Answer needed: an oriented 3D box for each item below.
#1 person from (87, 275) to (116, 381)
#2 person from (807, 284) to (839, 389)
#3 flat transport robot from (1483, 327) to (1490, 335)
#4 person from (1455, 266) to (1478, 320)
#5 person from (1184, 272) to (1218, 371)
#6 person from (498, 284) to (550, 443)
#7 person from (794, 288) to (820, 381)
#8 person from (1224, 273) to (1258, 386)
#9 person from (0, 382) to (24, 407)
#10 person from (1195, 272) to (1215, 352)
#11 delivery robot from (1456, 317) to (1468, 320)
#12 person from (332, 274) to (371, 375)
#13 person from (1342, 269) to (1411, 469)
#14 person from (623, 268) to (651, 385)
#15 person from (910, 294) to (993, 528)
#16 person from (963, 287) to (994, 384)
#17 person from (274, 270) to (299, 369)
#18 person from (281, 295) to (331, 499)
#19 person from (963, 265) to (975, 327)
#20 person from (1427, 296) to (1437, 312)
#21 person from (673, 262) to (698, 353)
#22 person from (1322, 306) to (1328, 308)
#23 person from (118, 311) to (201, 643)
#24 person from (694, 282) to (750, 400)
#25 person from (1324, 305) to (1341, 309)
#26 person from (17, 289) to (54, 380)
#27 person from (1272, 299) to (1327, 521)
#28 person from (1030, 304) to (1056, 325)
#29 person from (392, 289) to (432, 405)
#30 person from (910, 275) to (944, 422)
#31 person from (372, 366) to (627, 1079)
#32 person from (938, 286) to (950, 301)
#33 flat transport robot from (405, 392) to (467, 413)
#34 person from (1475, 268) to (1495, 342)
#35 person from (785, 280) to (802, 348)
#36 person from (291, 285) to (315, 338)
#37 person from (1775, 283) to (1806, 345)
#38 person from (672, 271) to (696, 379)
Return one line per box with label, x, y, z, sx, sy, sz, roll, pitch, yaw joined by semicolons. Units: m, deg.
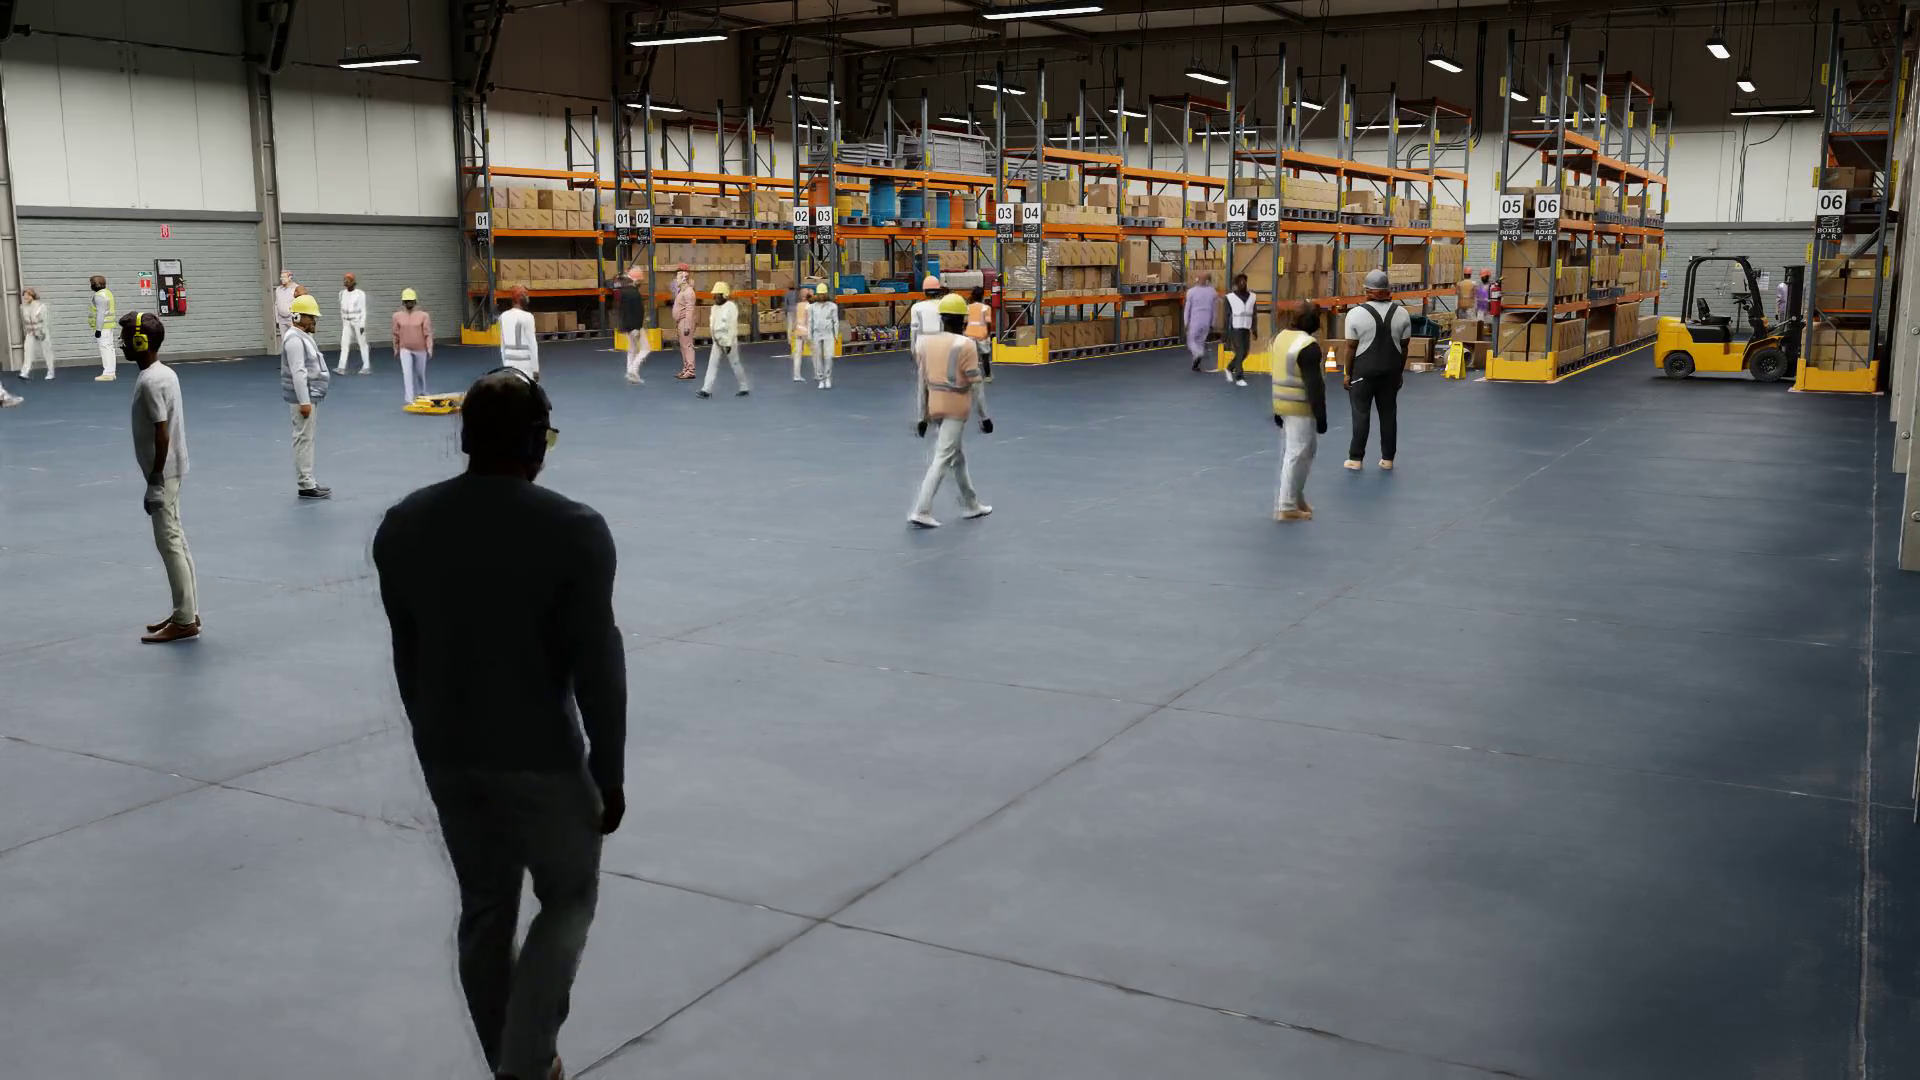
person;-15.049;-3.715;29.175;0.429;1.845;0.624;-2;10;-13
person;-2.255;-3.317;27.228;0.511;1.709;0.828;0;10;0
flat transport robot;14.667;-5.762;45.749;0.652;0.197;1.431;8;12;38
person;12.585;-5.840;41.387;0.556;1.922;0.723;4;11;24
person;4.535;-4.102;31.326;0.662;1.881;0.506;-3;10;-14
person;-5.063;-1.985;18.989;0.587;1.864;0.770;8;13;40
person;-2.615;-3.569;28.995;0.735;1.610;0.526;-9;13;-43
person;4.716;-3.567;28.163;0.591;1.892;0.770;-4;10;-22
person;-13.994;-2.872;23.900;0.964;1.952;0.619;-4;10;-22
person;5.487;-5.121;37.499;0.519;1.824;0.783;8;13;41
delivery robot;13.700;-5.946;45.723;0.707;0.478;0.477;1;10;7
person;-11.169;-3.939;30.478;0.602;1.836;0.927;3;10;18
person;4.217;-1.740;17.026;0.682;2.000;0.537;-1;10;-8
person;-5.477;-3.598;28.102;0.430;1.978;0.615;-6;11;-31
person;-0.083;-1.048;13.477;1.006;1.878;0.593;-8;13;-40
person;0.314;-3.426;28.014;0.553;1.643;0.859;4;10;22
person;-12.934;-4.241;32.063;0.655;1.906;0.407;3;10;17
person;-5.884;-1.283;14.986;0.404;1.825;0.587;-3;10;-16
person;0.241;-7.313;50.035;0.600;1.925;1.029;5;11;28
person;12.941;-6.476;46.005;0.697;1.610;0.545;-1;10;-6
person;-6.165;-5.244;37.565;0.635;2.029;0.524;6;11;32
person;9.874;-6.571;45.452;0.610;1.995;0.381;1;10;6
person;-4.530;-0.352;9.406;0.310;1.868;0.533;-3;10;-18
person;-3.607;-3.027;25.339;0.612;1.780;0.968;9;13;43
person;9.174;-5.731;40.792;0.548;1.916;0.769;6;11;30
person;-16.210;-3.585;29.118;0.525;1.596;0.828;0;10;1
person;2.850;-1.055;13.654;0.559;1.823;0.652;-2;10;-12
person;1.875;-5.212;37.686;0.625;1.931;0.369;0;10;-2
person;-7.803;-2.724;23.726;0.532;1.723;0.919;-3;10;-16
person;-0.384;-2.509;21.885;0.547;1.922;0.397;0;10;-3
person;-1.120;0.547;4.028;0.637;1.918;0.515;2;10;11
person;-0.278;-3.526;28.534;0.540;1.671;0.629;2;10;11
flat transport robot;-7.054;-1.957;23.468;0.652;0.197;1.431;6;11;30
person;12.445;-5.477;39.298;0.561;1.908;0.812;7;12;35
person;-3.927;-5.396;39.695;0.521;1.600;0.731;4;10;20
person;-12.383;-3.985;31.385;0.280;1.626;0.510;6;11;30
person;18.415;-5.075;36.916;0.584;1.919;0.388;5;11;25
person;-4.915;-3.824;29.619;0.409;1.907;0.651;-3;10;-19
